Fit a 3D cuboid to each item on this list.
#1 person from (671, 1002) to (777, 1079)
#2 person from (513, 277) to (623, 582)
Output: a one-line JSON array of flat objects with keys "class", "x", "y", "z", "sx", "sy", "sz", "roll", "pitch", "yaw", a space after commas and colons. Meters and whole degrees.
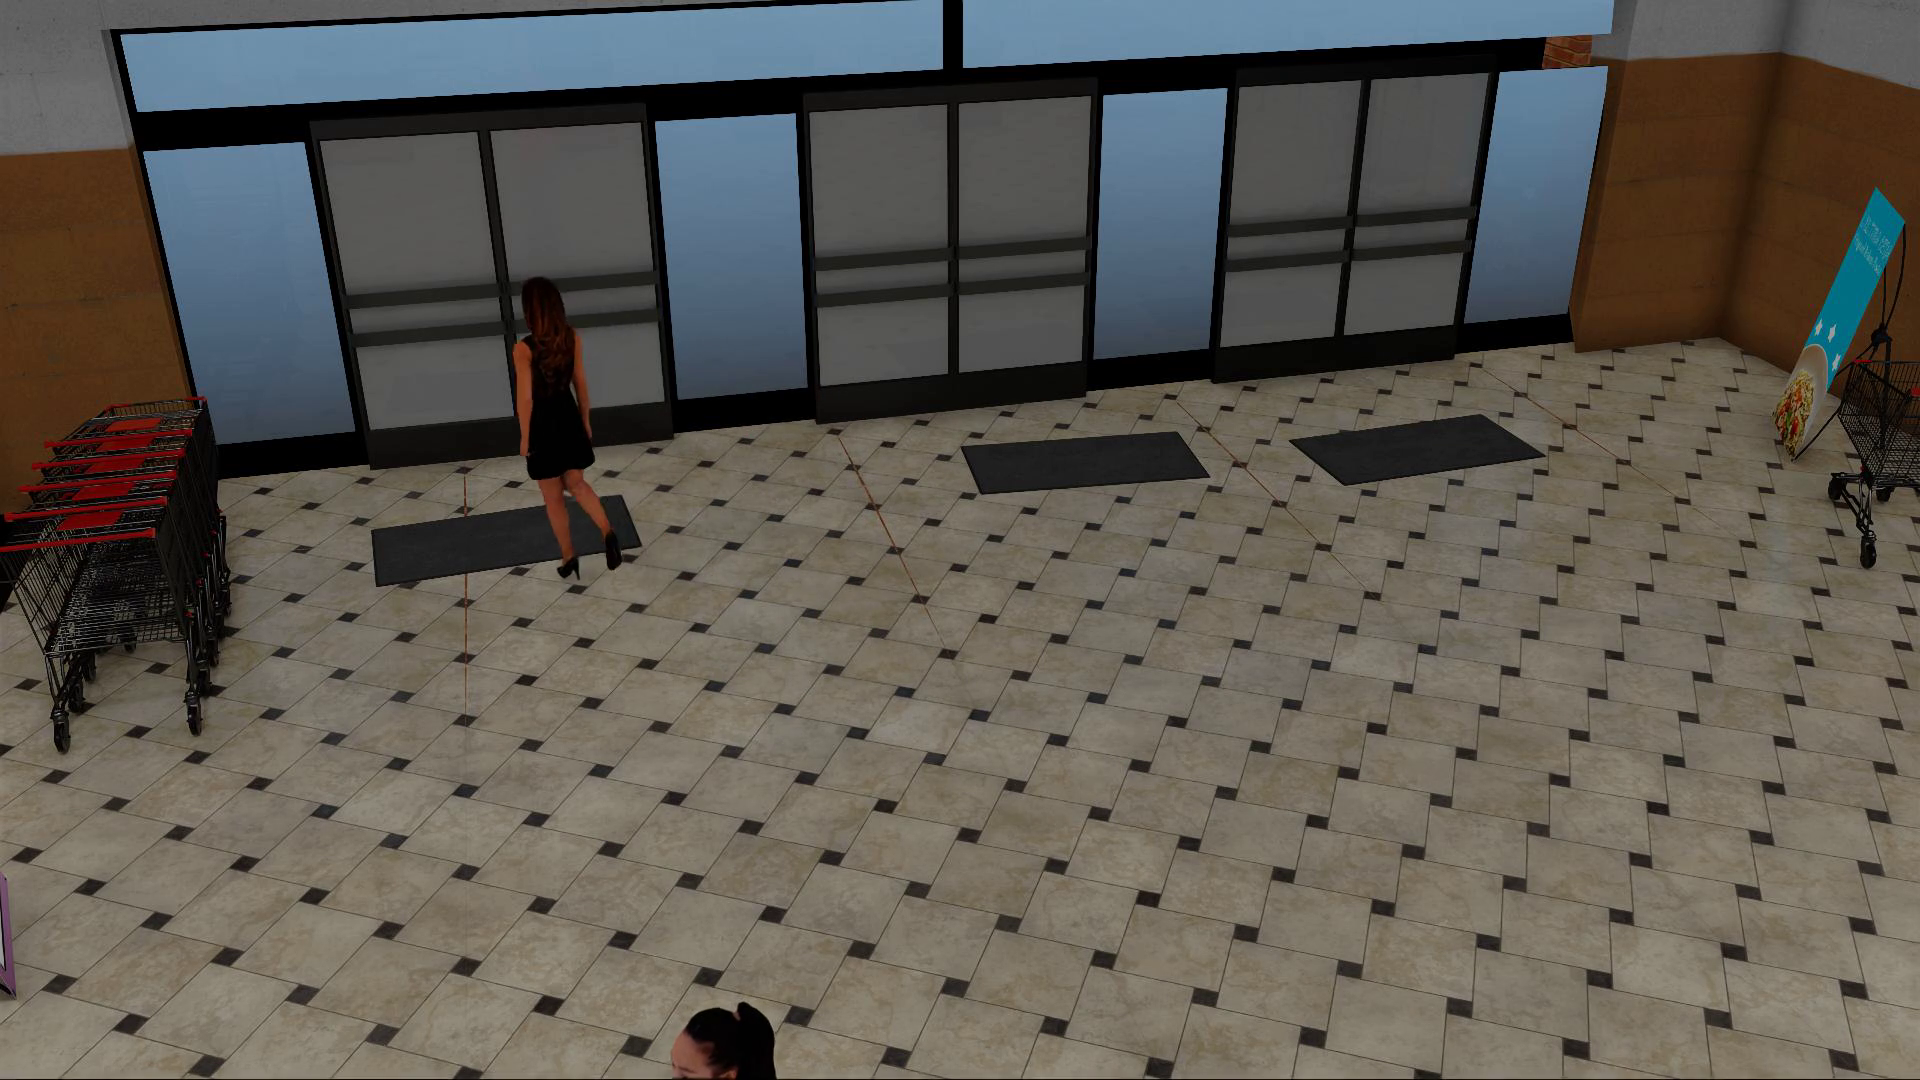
[{"class": "person", "x": -0.592, "y": 1.915, "z": 4.423, "sx": 0.768, "sy": 1.726, "sz": 0.667, "roll": -24, "pitch": 36, "yaw": -39}, {"class": "person", "x": -2.168, "y": -0.535, "z": 9.147, "sx": 0.945, "sy": 1.822, "sz": 0.832, "roll": 21, "pitch": 34, "yaw": 36}]
